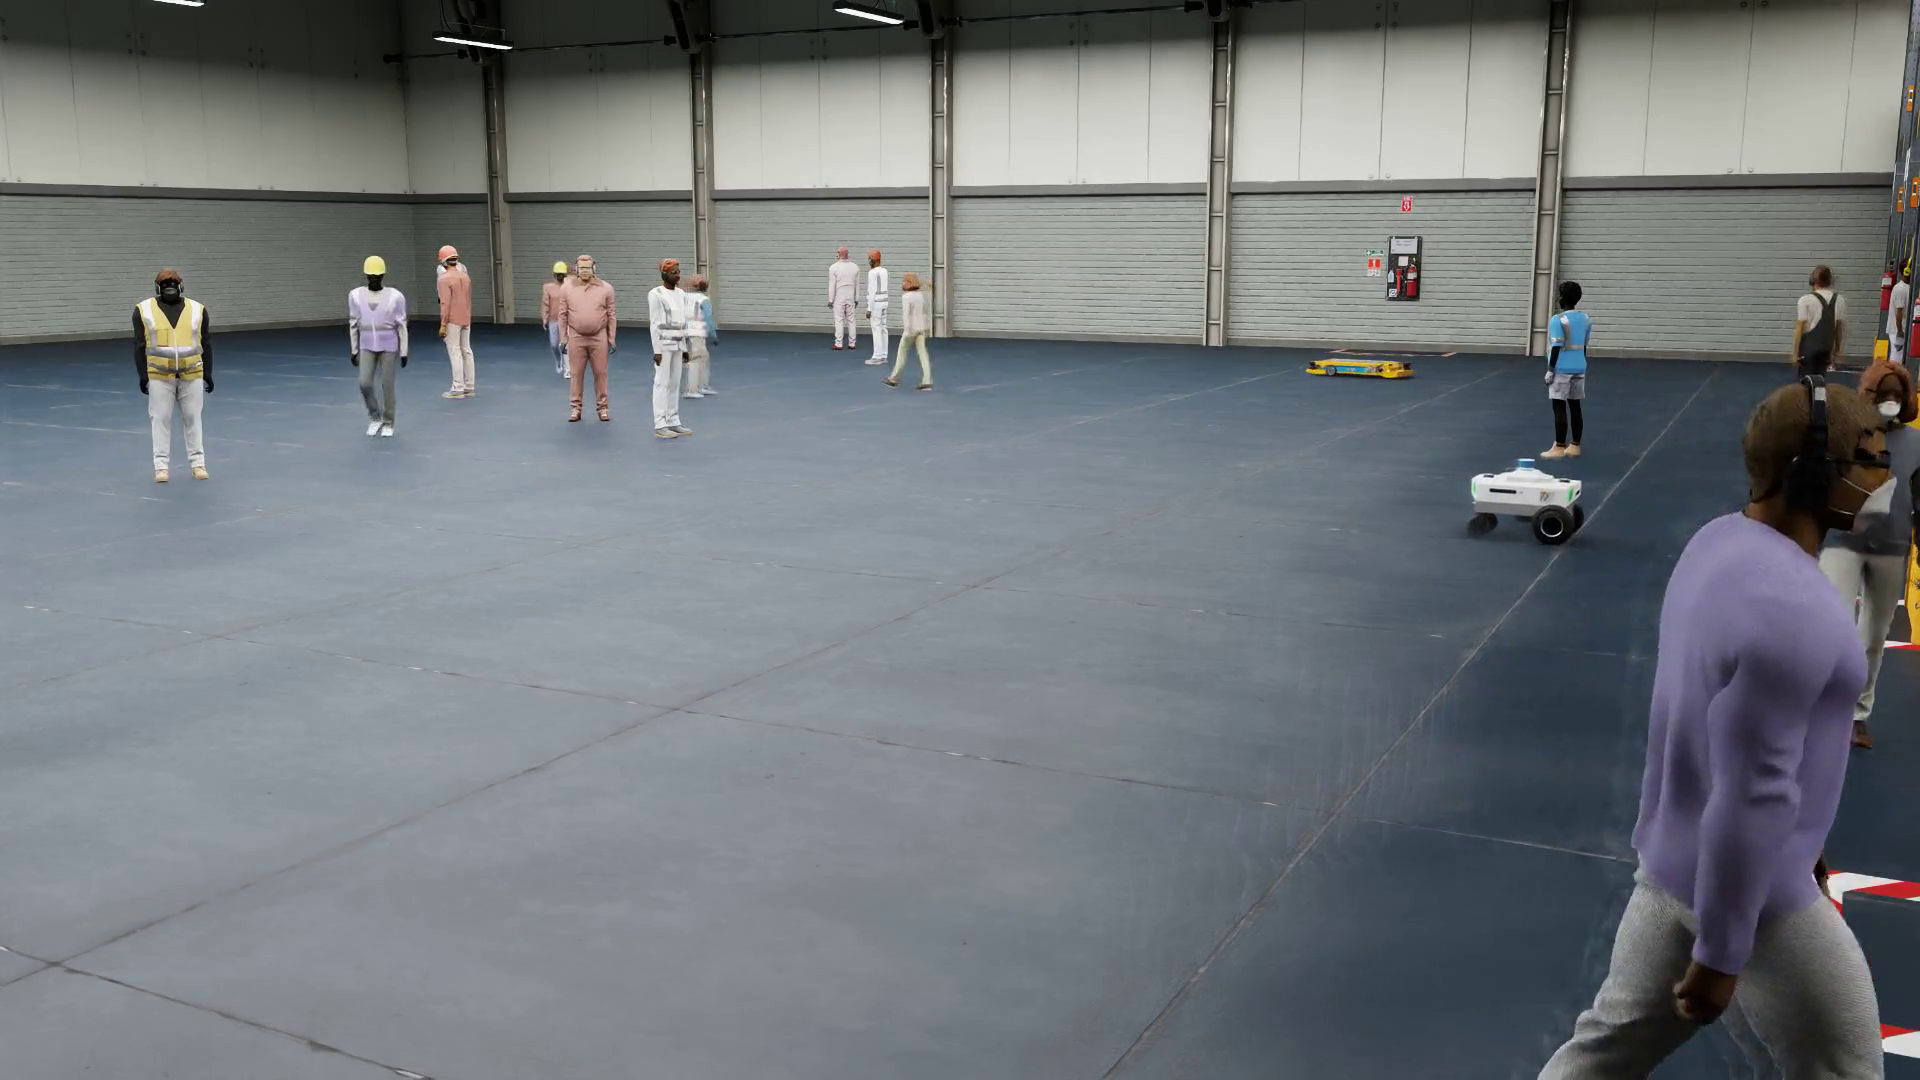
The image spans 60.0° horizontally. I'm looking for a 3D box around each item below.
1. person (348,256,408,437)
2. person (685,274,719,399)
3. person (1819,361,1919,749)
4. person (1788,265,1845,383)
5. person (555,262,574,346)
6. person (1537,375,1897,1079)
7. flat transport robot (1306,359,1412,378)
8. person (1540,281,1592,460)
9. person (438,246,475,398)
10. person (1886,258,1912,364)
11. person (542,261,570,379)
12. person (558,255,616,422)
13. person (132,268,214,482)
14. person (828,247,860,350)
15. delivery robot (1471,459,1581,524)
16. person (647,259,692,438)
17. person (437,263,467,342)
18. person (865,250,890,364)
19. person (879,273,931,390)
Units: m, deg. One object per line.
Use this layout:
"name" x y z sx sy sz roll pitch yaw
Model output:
"person" -6.124 -2.027 17.535 0.608 1.906 0.517 -1 10 -5
"person" -3.349 -2.666 21.802 0.662 1.611 0.544 -7 13 -35
"person" 3.723 0.087 6.799 0.530 1.616 0.551 3 11 15
"person" 9.128 -2.002 17.661 0.534 1.827 0.585 -2 11 -10
"person" -7.535 -4.514 31.850 0.507 1.622 0.535 5 11 25
"person" 1.511 0.636 3.108 1.037 1.885 0.638 1 10 8
"flat transport robot" 6.052 -2.613 25.211 1.431 0.197 0.652 7 13 34
"person" 5.772 -1.609 15.847 0.540 1.695 0.317 -7 12 -33
"person" -6.638 -2.854 21.828 0.392 1.991 0.612 3 11 18
"person" 11.352 -2.470 20.082 0.309 1.864 0.535 6 12 28
"person" -5.983 -3.309 24.970 0.532 1.744 0.681 -1 10 -7
"person" -4.269 -2.305 19.072 0.652 1.904 0.403 -2 11 -12
"person" -6.821 -1.428 14.461 0.619 1.845 0.430 -6 12 -31
"person" -2.183 -4.497 31.019 0.651 1.907 0.409 -7 13 -34
"delivery robot" 3.984 -0.329 11.723 0.707 0.478 0.477 6 12 28
"person" -3.067 -2.025 17.609 0.362 1.882 0.576 5 12 26
"person" -10.184 -4.890 33.339 0.625 1.846 0.429 -9 14 -39
"person" -1.378 -3.856 27.582 0.356 1.887 0.573 5 11 24
"person" -0.727 -2.873 22.980 0.827 1.592 0.527 7 13 34
